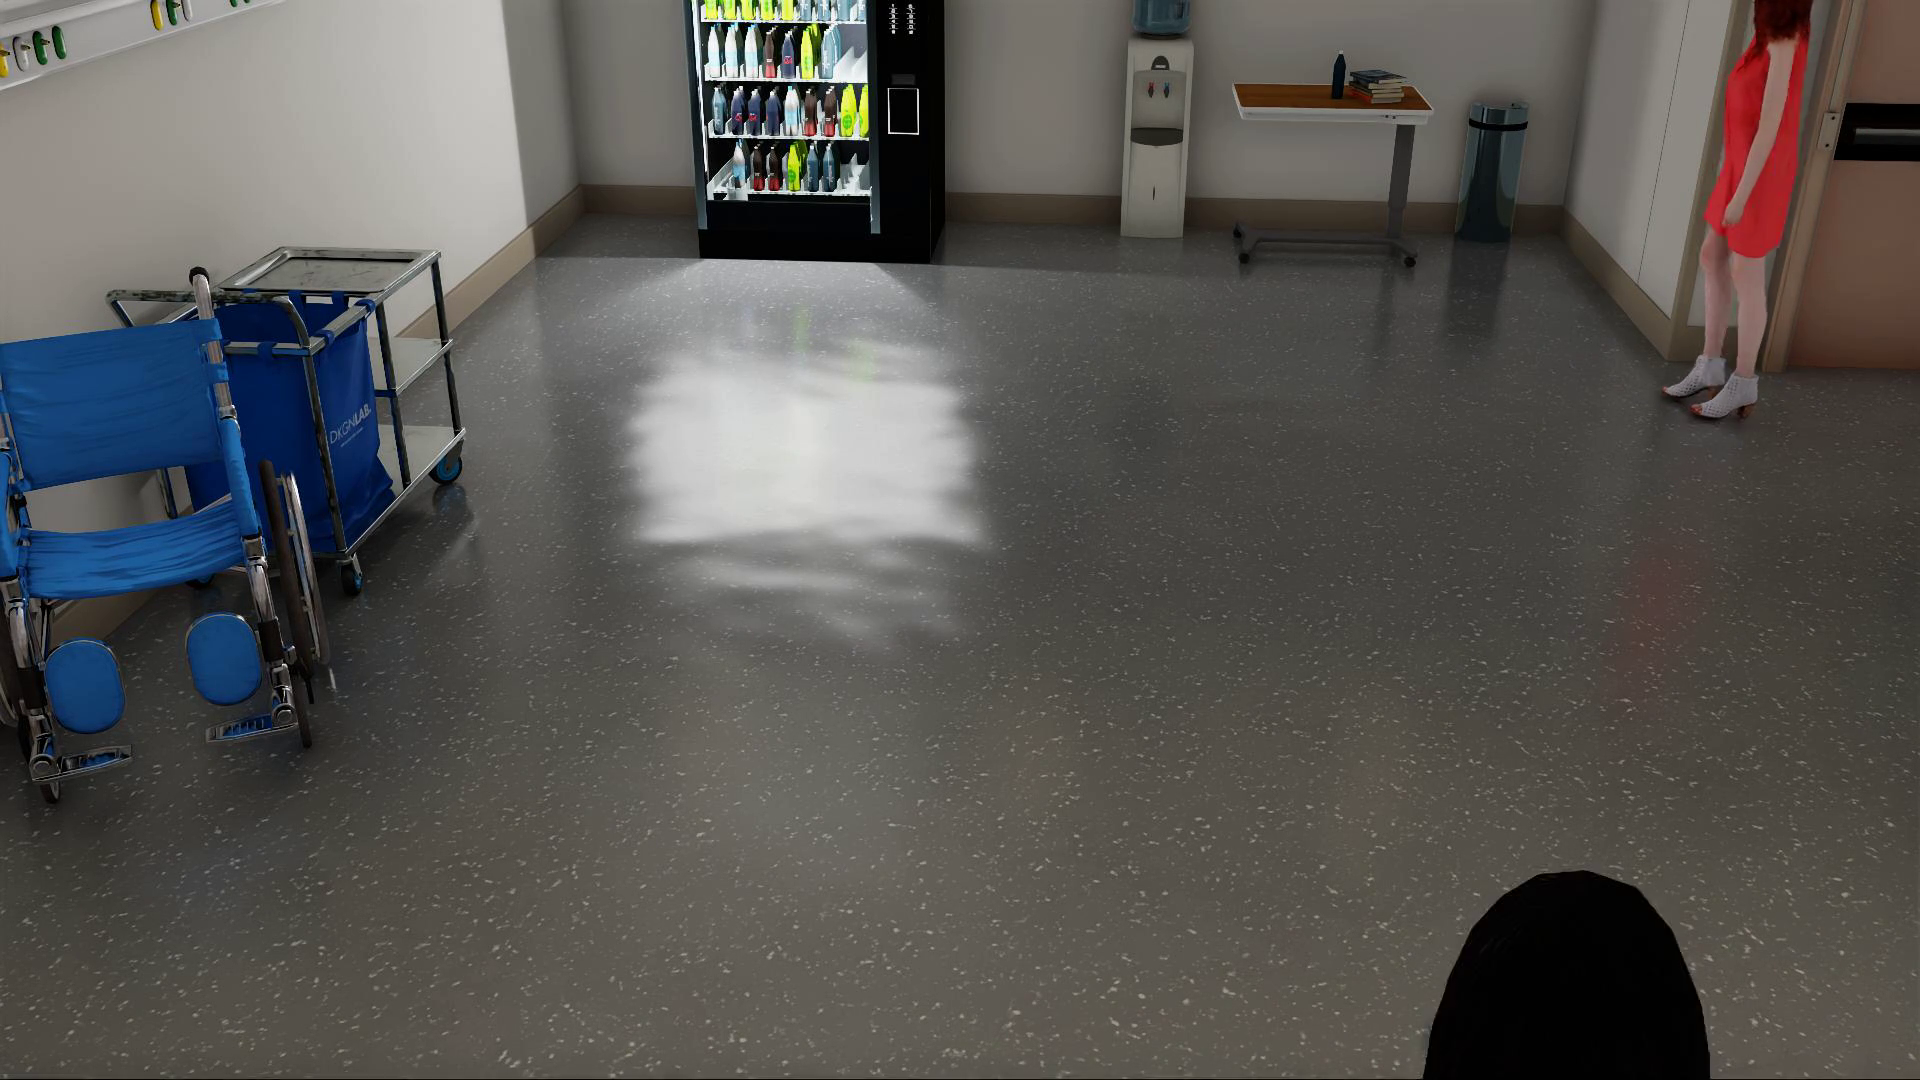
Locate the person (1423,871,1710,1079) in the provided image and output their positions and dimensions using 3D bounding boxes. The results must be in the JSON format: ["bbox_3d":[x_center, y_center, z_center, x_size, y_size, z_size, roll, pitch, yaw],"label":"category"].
[{"bbox_3d":[0.460,1.076,1.553,0.865,1.628,0.814,12,28,23],"label":"person"}]

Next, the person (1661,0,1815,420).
[{"bbox_3d":[3.038,-1.348,6.361,0.638,1.820,0.675,5,26,10],"label":"person"}]
